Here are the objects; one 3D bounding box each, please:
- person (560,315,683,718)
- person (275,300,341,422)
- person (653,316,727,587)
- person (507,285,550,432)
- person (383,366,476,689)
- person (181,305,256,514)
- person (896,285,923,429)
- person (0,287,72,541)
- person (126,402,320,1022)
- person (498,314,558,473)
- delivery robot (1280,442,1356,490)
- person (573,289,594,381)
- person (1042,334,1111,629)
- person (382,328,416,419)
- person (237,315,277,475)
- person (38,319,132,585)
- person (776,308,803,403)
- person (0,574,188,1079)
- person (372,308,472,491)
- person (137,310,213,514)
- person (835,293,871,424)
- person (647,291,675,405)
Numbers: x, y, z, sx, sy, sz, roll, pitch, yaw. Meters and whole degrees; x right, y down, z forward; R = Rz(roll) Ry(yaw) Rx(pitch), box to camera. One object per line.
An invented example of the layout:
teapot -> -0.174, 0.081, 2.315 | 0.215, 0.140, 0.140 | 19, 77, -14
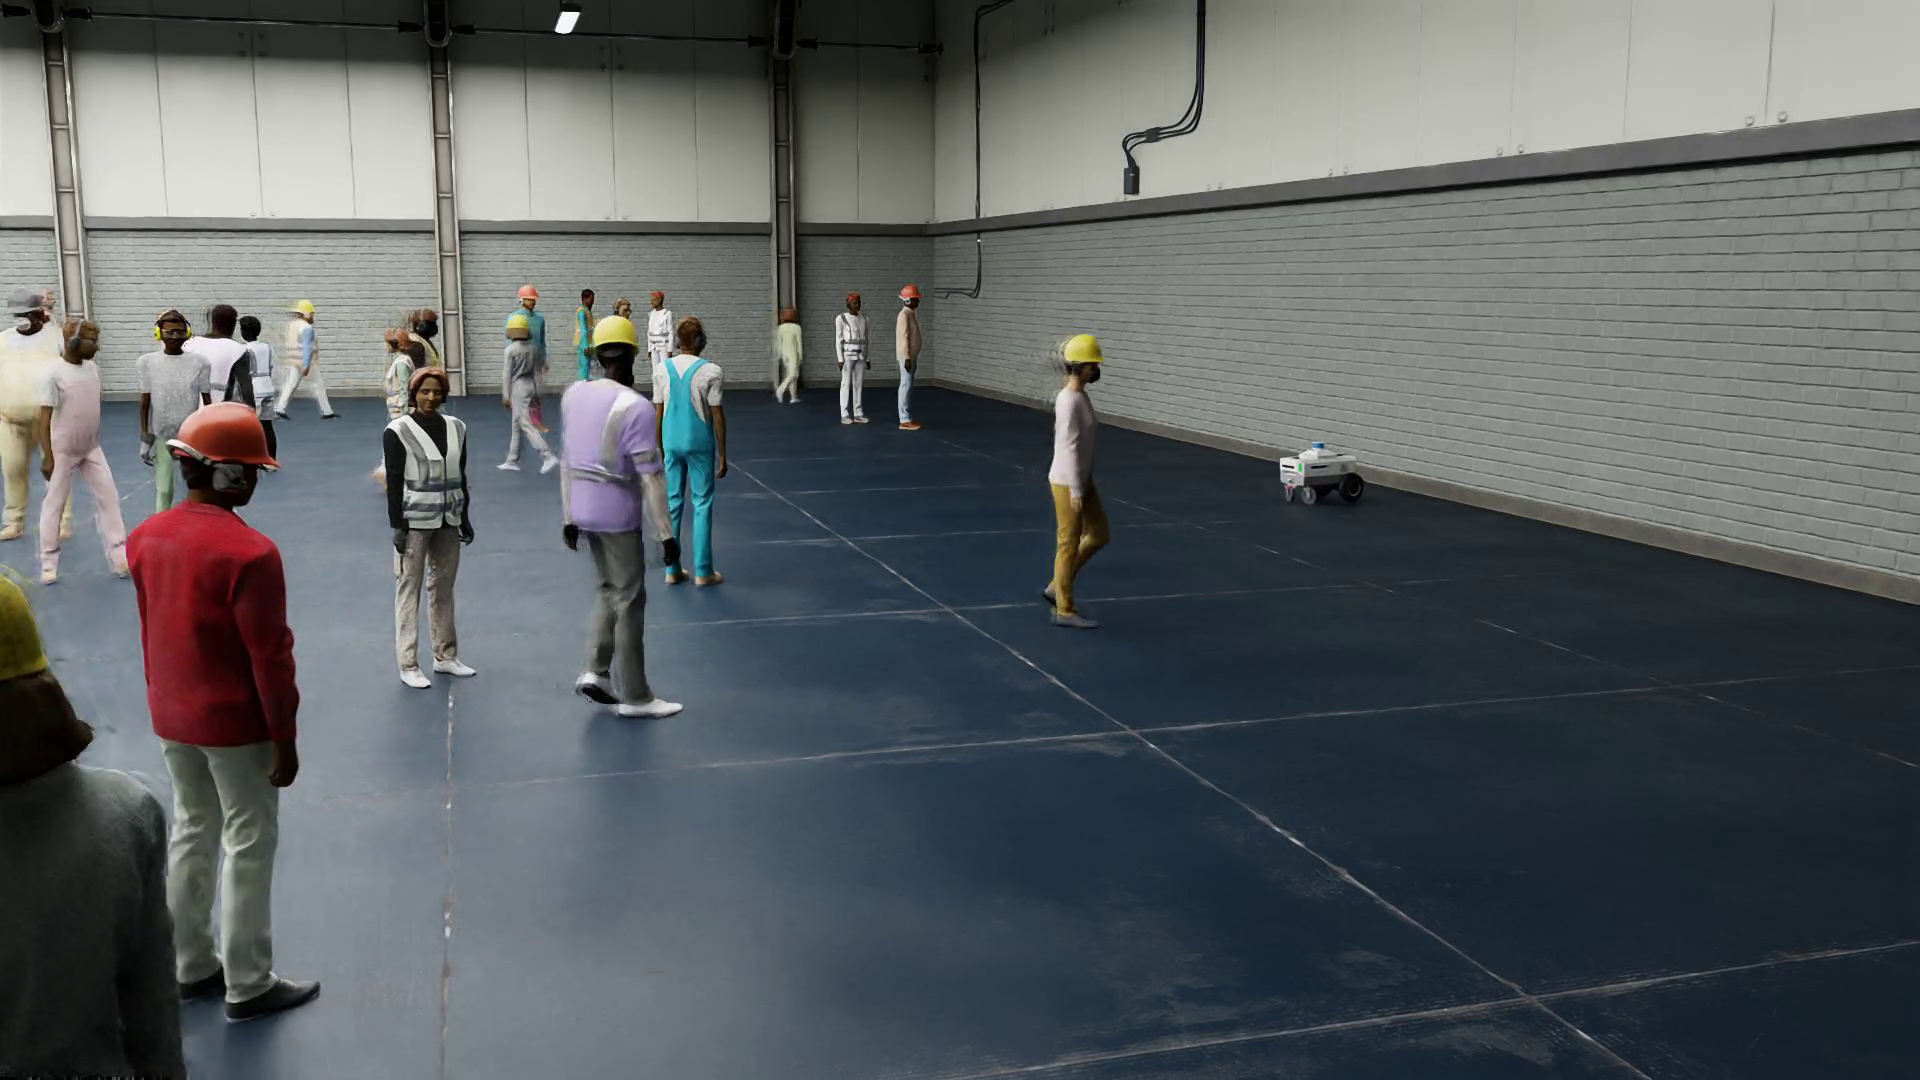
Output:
person -> -1.614, -0.100, 7.867 | 0.682, 1.904, 0.408 | 8, 12, 40
person -> -9.653, -2.620, 24.360 | 0.581, 1.784, 0.961 | 7, 12, 39
person -> -1.817, -0.591, 11.249 | 0.512, 1.835, 0.359 | 2, 9, 13
person -> -5.816, -2.427, 22.435 | 0.376, 1.996, 0.612 | 6, 11, 35
person -> -2.725, -0.073, 8.557 | 0.315, 1.636, 0.515 | 5, 10, 31
person -> -6.323, -1.060, 14.147 | 0.610, 1.854, 0.827 | 1, 9, 7
person -> -0.702, -2.537, 23.134 | 0.379, 1.996, 0.611 | 1, 9, 5
person -> -7.397, -1.014, 13.276 | 0.688, 2.000, 0.541 | -2, 9, -11
person -> -2.057, 0.483, 4.692 | 0.573, 1.739, 0.351 | 5, 10, 28
person -> -4.671, -1.574, 17.904 | 0.837, 1.712, 0.495 | 4, 10, 24
delivery robot -> 3.343, -0.676, 15.545 | 0.707, 0.478, 0.477 | -5, 10, -27
person -> -6.367, -3.300, 28.267 | 0.390, 1.914, 0.587 | -1, 9, -9
person -> 0.715, -0.338, 9.850 | 0.364, 1.751, 0.552 | 2, 9, 15
person -> -5.120, -1.132, 15.314 | 0.314, 1.636, 0.514 | -3, 9, -19
person -> -7.516, -1.544, 17.747 | 0.318, 1.698, 0.534 | 2, 9, 11
person -> -5.984, -0.592, 11.335 | 0.777, 1.800, 0.604 | 3, 9, 18
person -> -2.856, -3.065, 27.735 | 0.507, 1.614, 0.665 | 7, 11, 37
person -> -1.238, 0.874, 2.180 | 0.380, 1.731, 0.503 | 3, 9, 18
person -> -5.269, -1.346, 16.137 | 0.834, 1.813, 0.622 | 0, 9, -1
person -> -5.678, -0.734, 12.080 | 0.516, 1.860, 0.322 | -4, 10, -24
person -> -1.533, -2.618, 24.015 | 0.574, 1.883, 0.356 | -8, 12, -42
person -> -4.932, -3.142, 27.351 | 0.584, 1.882, 0.339 | 8, 12, 40
